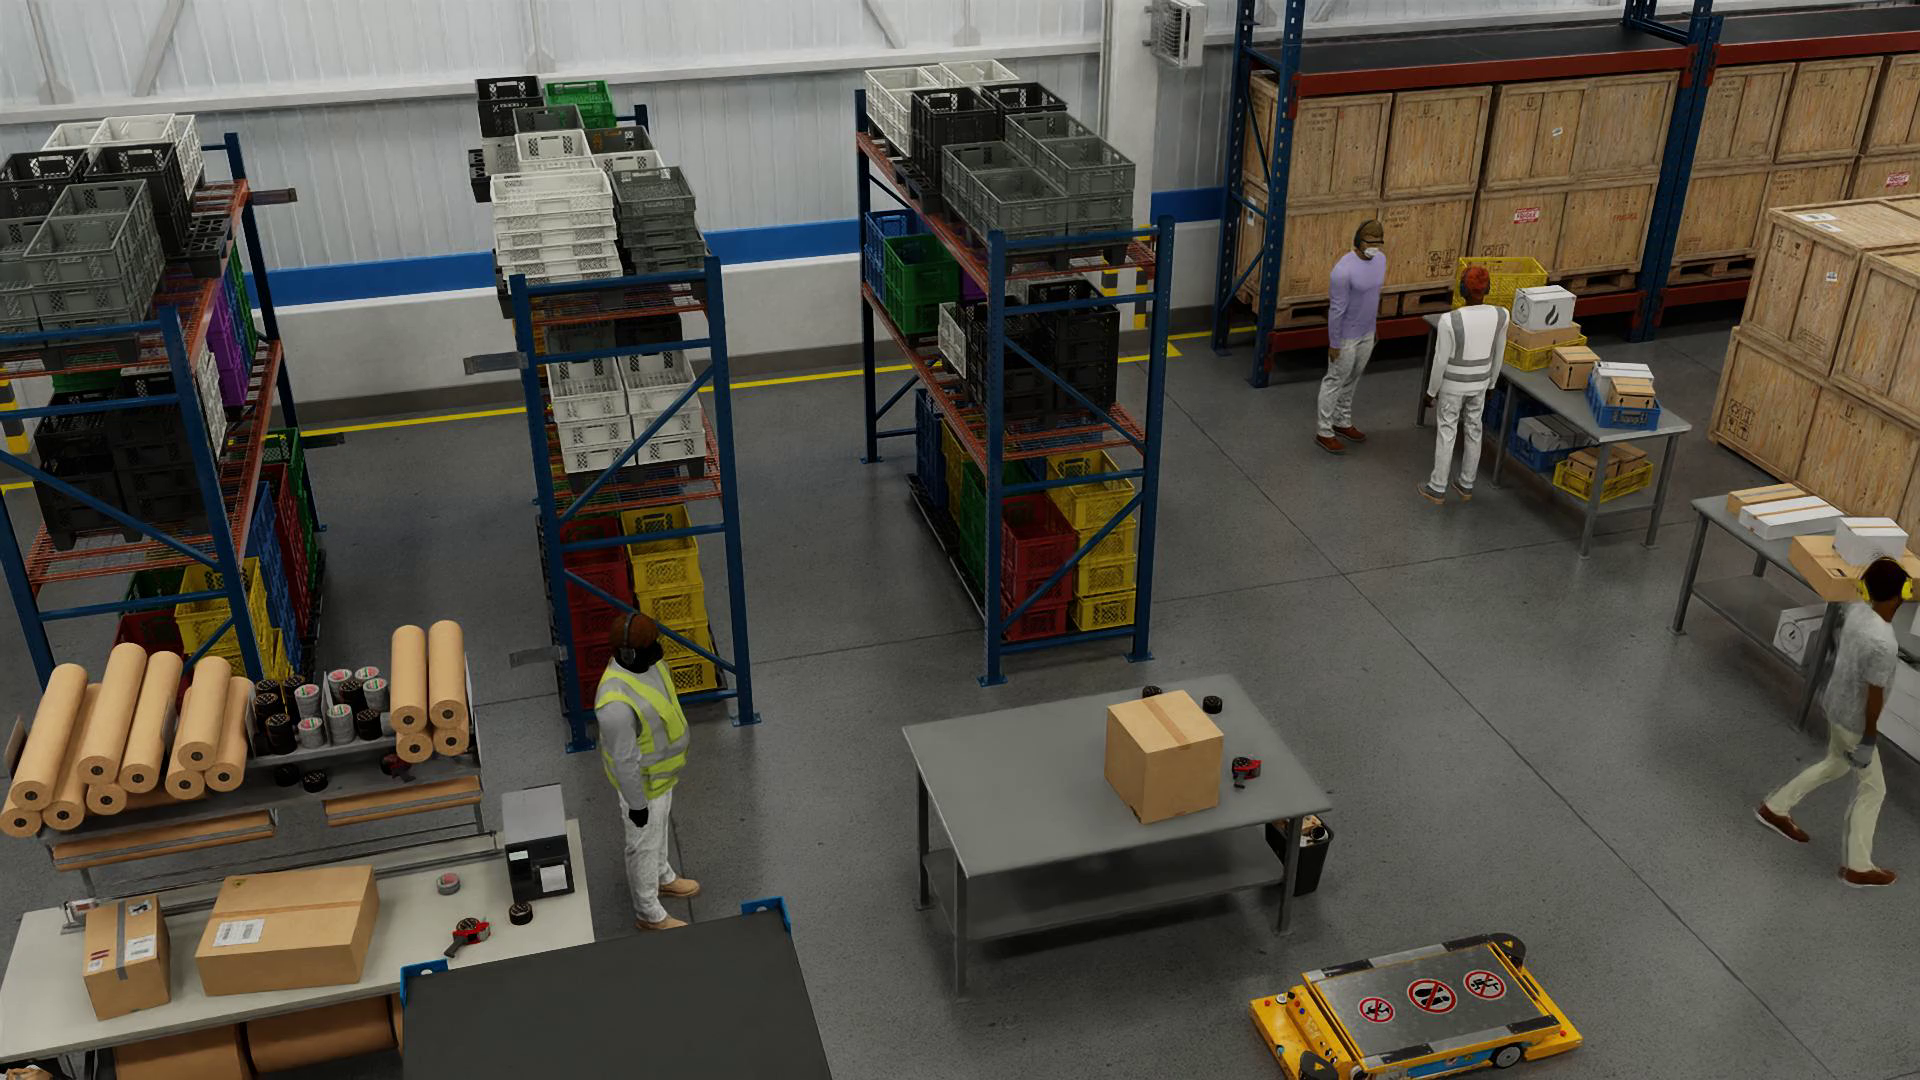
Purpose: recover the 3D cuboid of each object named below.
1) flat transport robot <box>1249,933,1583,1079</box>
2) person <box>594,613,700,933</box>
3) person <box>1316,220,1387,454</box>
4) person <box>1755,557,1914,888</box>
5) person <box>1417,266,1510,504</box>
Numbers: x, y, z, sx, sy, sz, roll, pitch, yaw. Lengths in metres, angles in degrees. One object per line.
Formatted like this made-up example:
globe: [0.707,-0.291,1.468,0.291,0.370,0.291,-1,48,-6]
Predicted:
flat transport robot: [2.184,2.282,7.980,1.431,0.197,0.652,-8,30,-14]
person: [-1.566,1.167,8.390,0.429,1.843,0.628,1,29,2]
person: [3.177,-1.660,13.438,0.630,1.935,0.366,-24,37,-37]
person: [4.781,0.953,8.816,0.620,1.815,0.560,5,29,8]
person: [3.802,-1.169,12.595,0.574,1.887,0.355,-6,29,-12]
